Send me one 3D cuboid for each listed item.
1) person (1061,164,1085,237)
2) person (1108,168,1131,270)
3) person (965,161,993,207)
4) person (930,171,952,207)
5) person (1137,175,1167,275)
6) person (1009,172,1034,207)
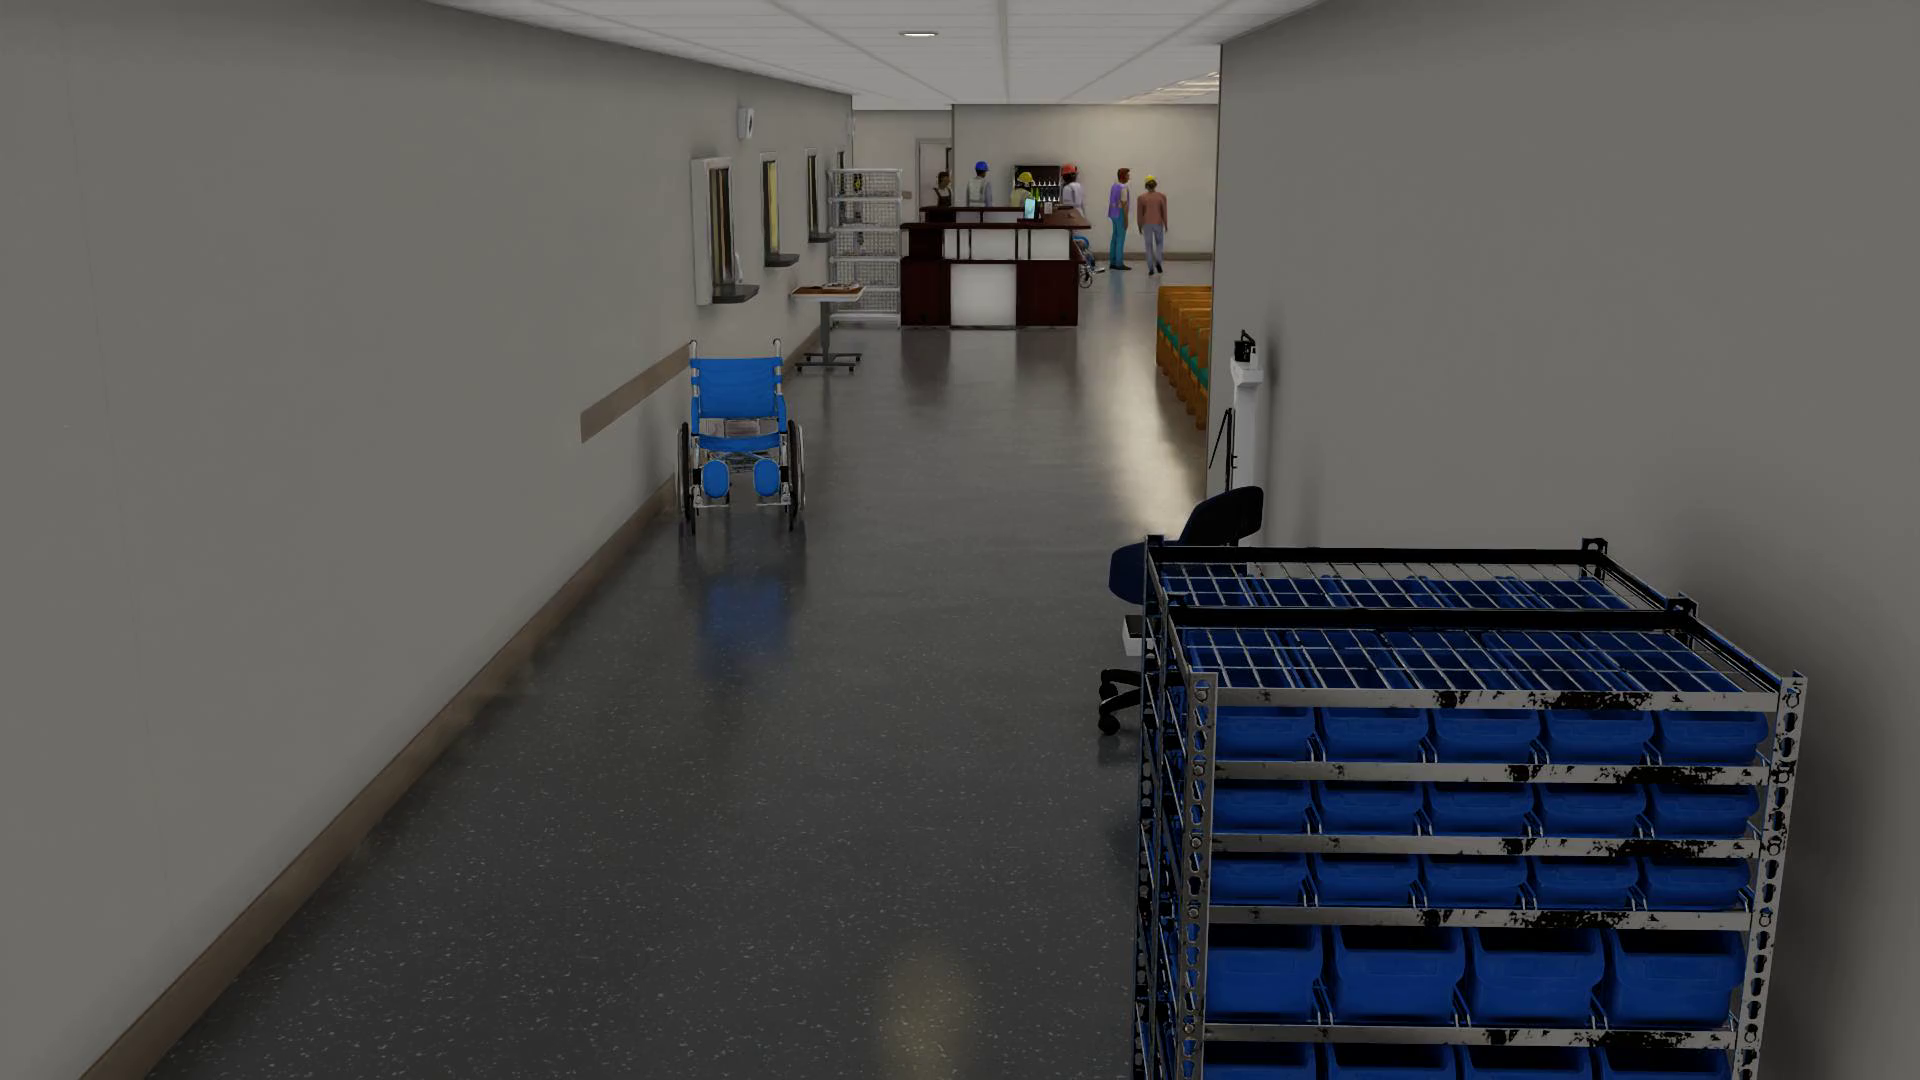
[{"bbox_3d":[2.003,-5.780,29.930,0.522,1.914,0.556,8,16,30],"label":"person"},{"bbox_3d":[2.926,-5.901,30.581,0.373,1.843,0.571,-5,15,-18],"label":"person"},{"bbox_3d":[0.386,-6.227,31.695,0.615,1.942,0.408,12,18,39],"label":"person"},{"bbox_3d":[-0.254,-5.539,29.163,0.554,1.811,0.751,-11,18,-39],"label":"person"},{"bbox_3d":[3.402,-5.581,29.476,0.544,1.740,0.395,2,14,6],"label":"person"},{"bbox_3d":[1.089,-5.407,28.633,0.404,1.826,0.598,-9,17,-33],"label":"person"}]
